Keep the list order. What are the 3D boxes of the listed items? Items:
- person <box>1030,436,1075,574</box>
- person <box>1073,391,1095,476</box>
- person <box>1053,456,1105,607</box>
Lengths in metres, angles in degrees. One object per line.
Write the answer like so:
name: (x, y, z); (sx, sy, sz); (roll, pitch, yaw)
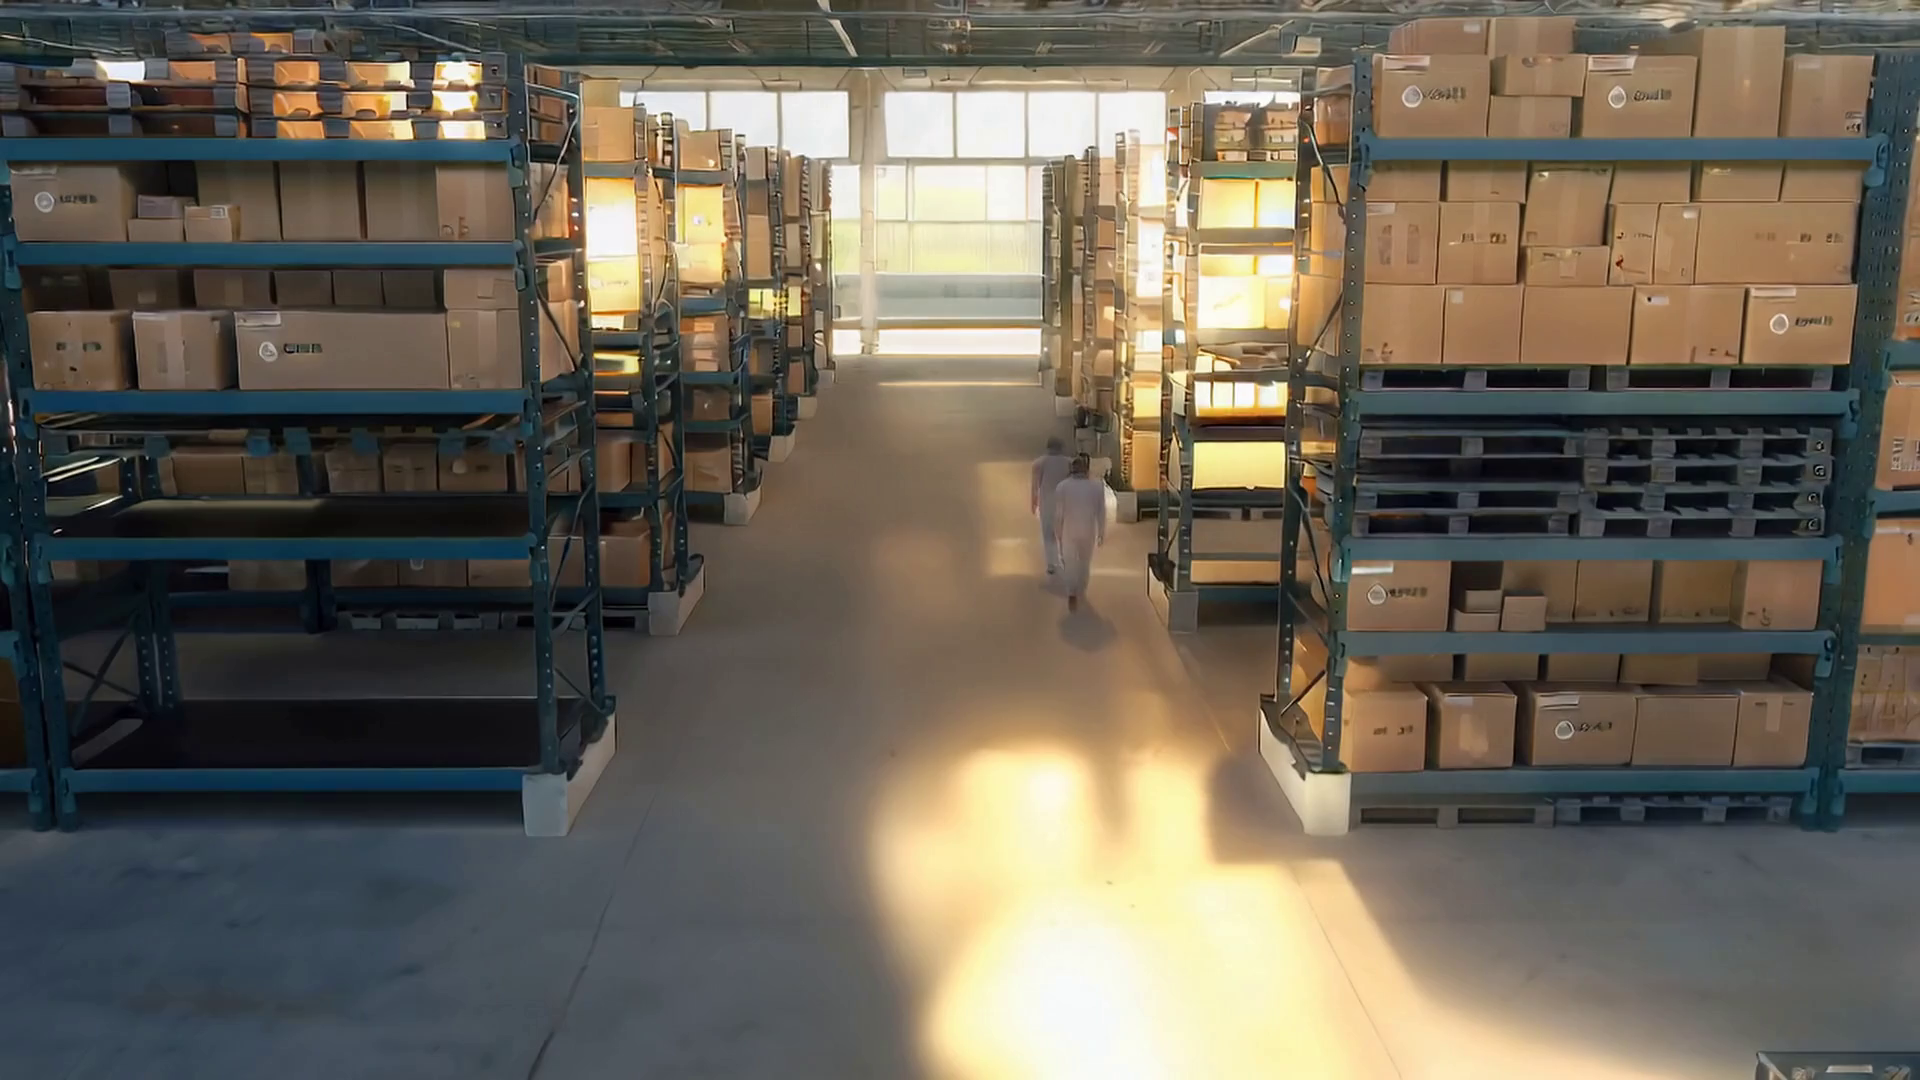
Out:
person: (1.295, -0.505, 22.768); (0.667, 1.848, 1.033); (-1, 11, -3)
person: (2.216, -1.804, 29.614); (0.321, 1.690, 0.537); (-8, 14, -35)
person: (1.490, -0.116, 20.818); (0.653, 1.870, 0.969); (0, 11, 0)
